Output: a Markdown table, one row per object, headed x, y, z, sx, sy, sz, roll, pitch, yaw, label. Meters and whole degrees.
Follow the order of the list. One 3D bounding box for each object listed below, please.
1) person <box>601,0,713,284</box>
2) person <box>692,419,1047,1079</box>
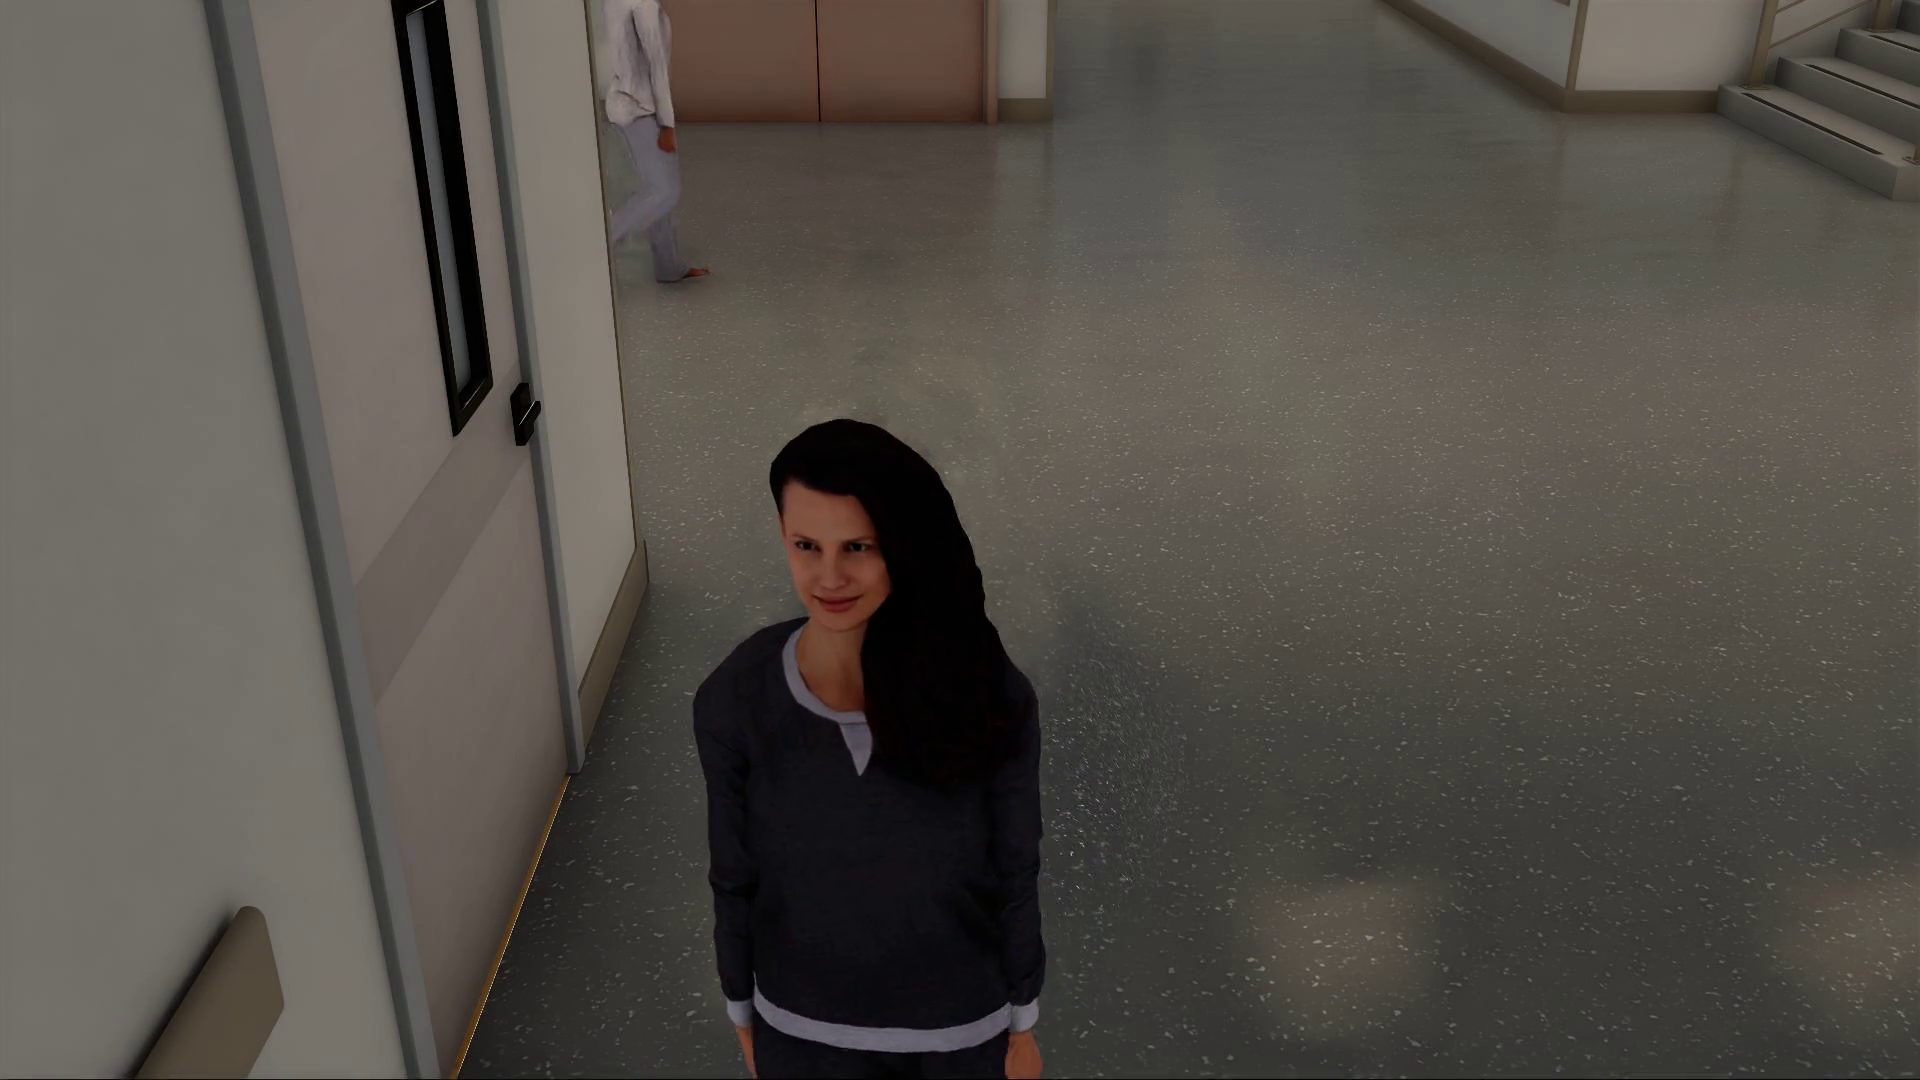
| x | y | z | sx | sy | sz | roll | pitch | yaw | label |
| --- | --- | --- | --- | --- | --- | --- | --- | --- | --- |
| -1.590 | -2.022 | 7.936 | 1.068 | 1.717 | 0.930 | -16 | 30 | -30 | person |
| -0.101 | 0.634 | 2.390 | 0.883 | 1.748 | 0.698 | -1 | 26 | -2 | person |
